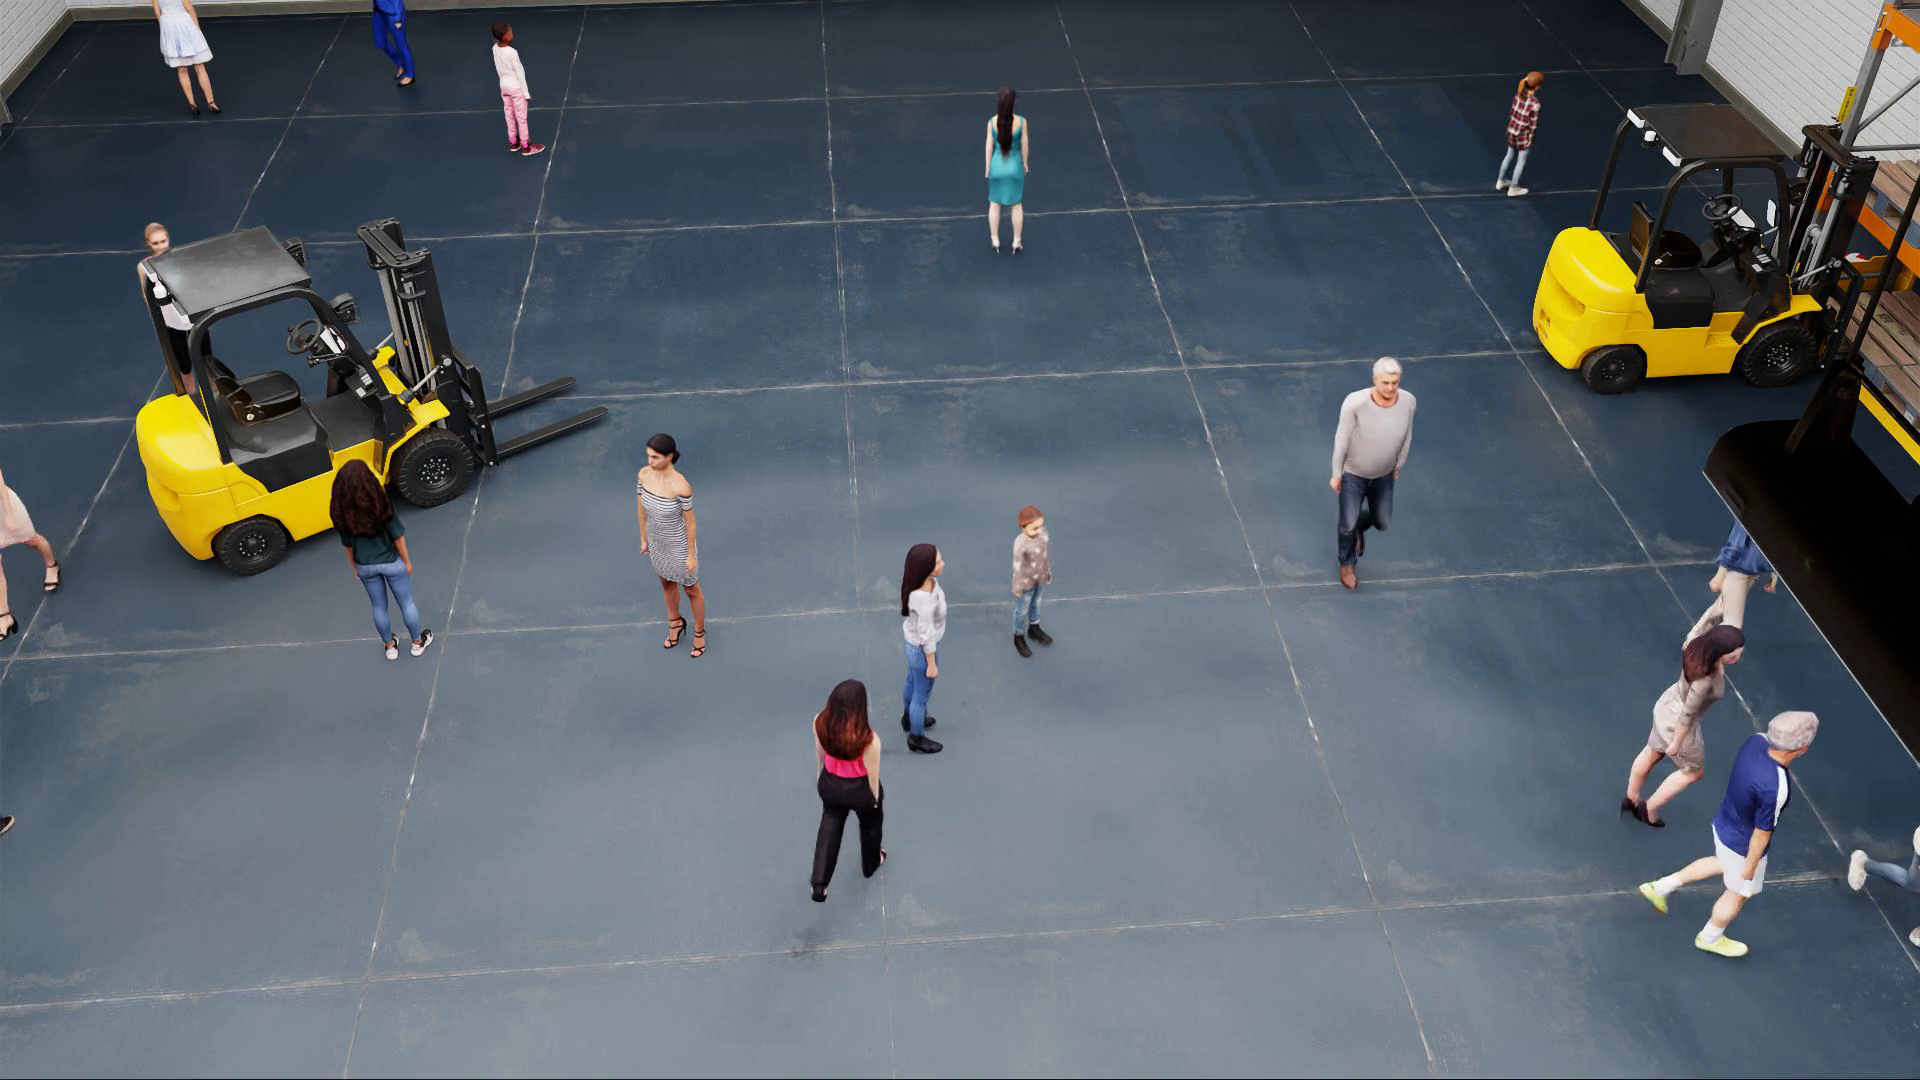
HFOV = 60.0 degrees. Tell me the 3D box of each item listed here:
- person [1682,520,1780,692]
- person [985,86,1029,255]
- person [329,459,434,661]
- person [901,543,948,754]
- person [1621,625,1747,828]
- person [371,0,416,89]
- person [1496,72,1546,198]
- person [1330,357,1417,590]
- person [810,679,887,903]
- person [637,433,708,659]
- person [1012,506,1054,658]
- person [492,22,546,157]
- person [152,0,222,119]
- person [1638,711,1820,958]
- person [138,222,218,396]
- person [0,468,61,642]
[{"bbox_3d":[5.197,0.174,11.198,0.752,1.677,0.825,-15,41,-18],"label":"person"},{"bbox_3d":[0.438,-3.507,15.799,0.580,1.686,0.523,3,39,3],"label":"person"},{"bbox_3d":[-3.941,0.142,11.286,0.581,1.616,0.567,-3,39,-4],"label":"person"},{"bbox_3d":[-0.250,0.671,10.611,0.677,1.631,0.472,-6,39,-8],"label":"person"},{"bbox_3d":[4.229,1.110,9.995,0.753,1.715,0.608,3,39,4],"label":"person"},{"bbox_3d":[-6.430,-6.030,18.954,0.753,1.691,0.785,22,44,25],"label":"person"},{"bbox_3d":[5.696,-4.133,16.889,0.665,1.303,0.547,-16,41,-19],"label":"person"},{"bbox_3d":[2.894,-0.542,11.919,0.725,1.895,0.803,-3,39,-3],"label":"person"},{"bbox_3d":[-0.669,1.476,9.596,0.823,1.641,0.984,14,41,17],"label":"person"},{"bbox_3d":[-1.937,0.041,11.247,0.687,1.822,0.705,18,42,21],"label":"person"},{"bbox_3d":[0.487,0.253,11.485,0.555,1.194,0.597,-28,46,-31],"label":"person"},{"bbox_3d":[-4.737,-4.799,17.611,0.622,1.443,0.675,25,45,28],"label":"person"},{"bbox_3d":[-8.527,-5.523,18.217,0.672,1.818,0.691,-3,39,-4],"label":"person"},{"bbox_3d":[4.268,1.624,9.270,0.792,1.815,0.851,3,39,4],"label":"person"},{"bbox_3d":[-6.331,-1.789,13.567,0.682,1.787,0.675,-22,44,-25],"label":"person"},{"bbox_3d":[-6.684,-0.244,11.642,0.658,1.775,1.102,0,39,0],"label":"person"}]
